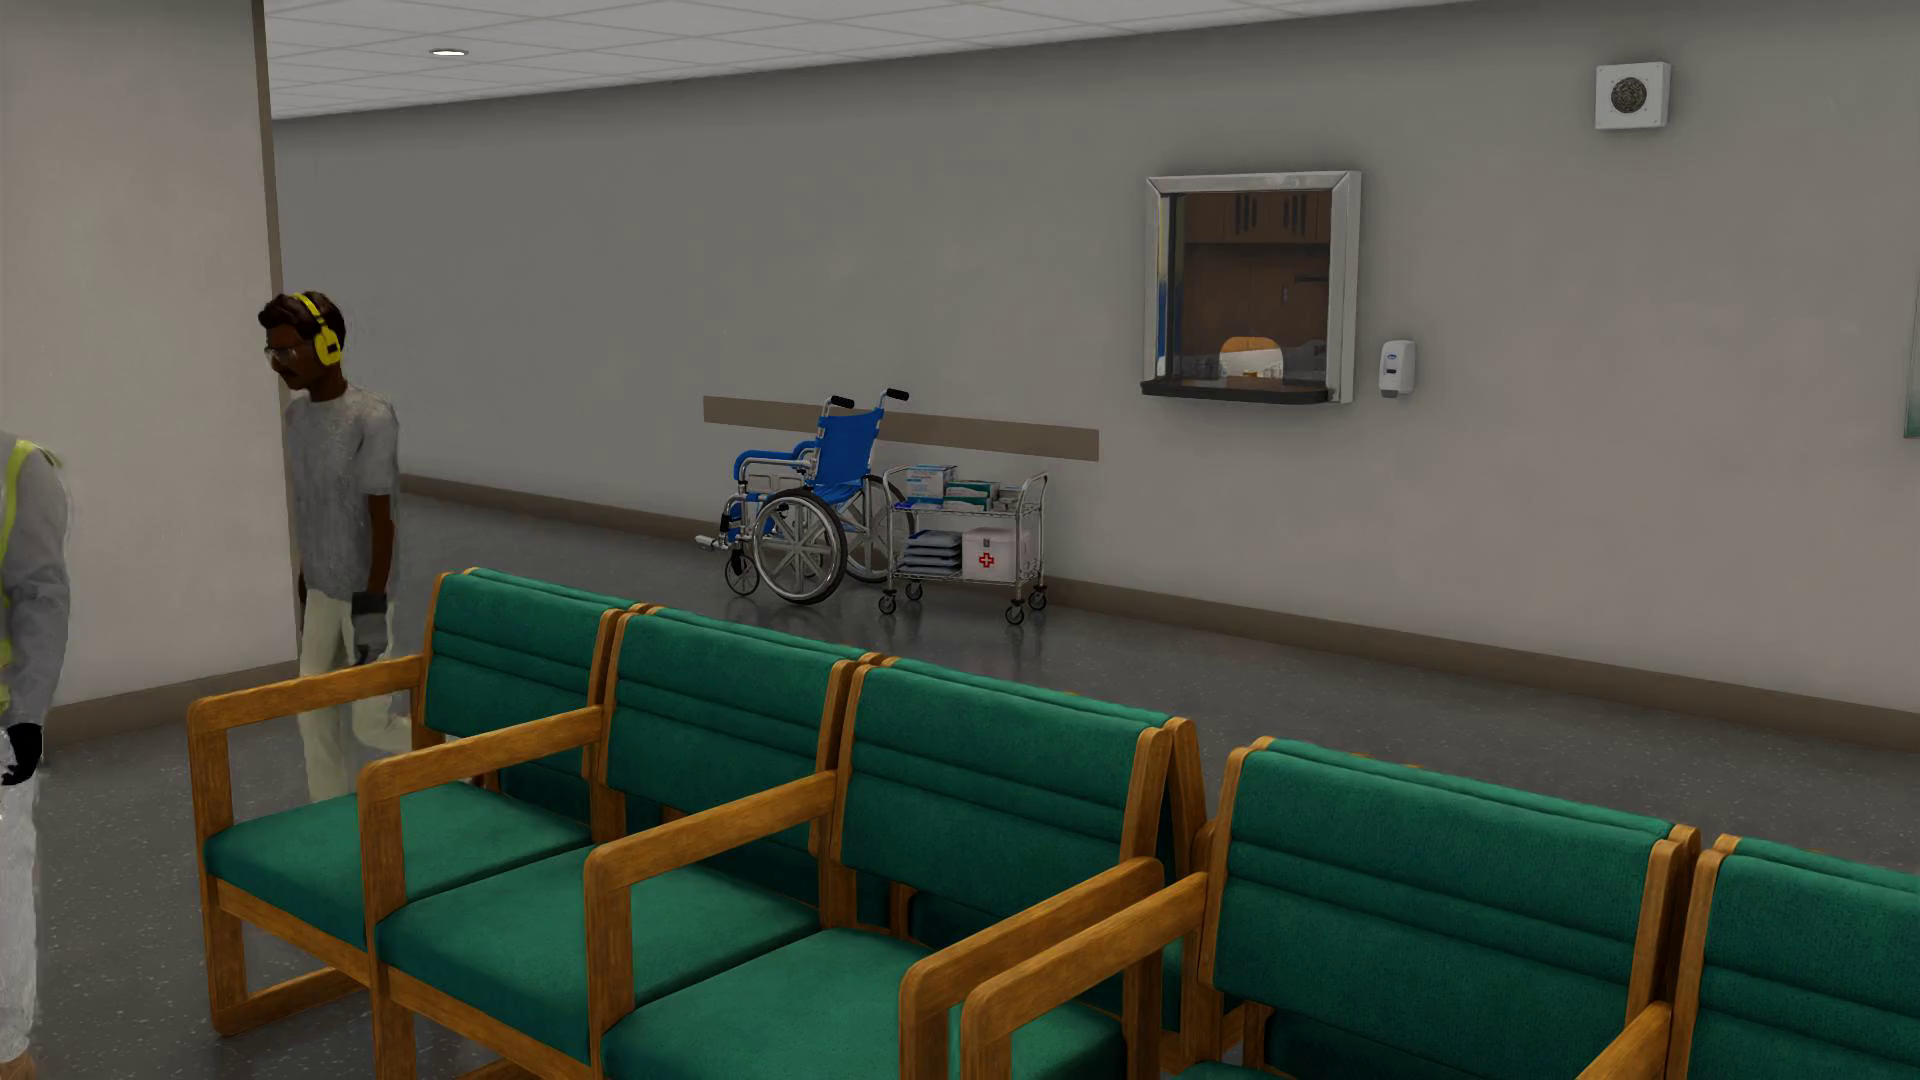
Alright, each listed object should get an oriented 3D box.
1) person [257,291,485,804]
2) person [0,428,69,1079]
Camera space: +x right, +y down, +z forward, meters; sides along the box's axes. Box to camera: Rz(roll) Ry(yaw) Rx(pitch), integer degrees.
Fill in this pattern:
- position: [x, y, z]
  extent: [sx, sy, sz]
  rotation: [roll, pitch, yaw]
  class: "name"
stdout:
- position: [-1.808, 0.157, 5.109]
  extent: [0.534, 1.839, 0.698]
  rotation: [6, 12, 30]
  class: "person"
- position: [-2.309, 0.413, 3.687]
  extent: [0.638, 1.828, 0.523]
  rotation: [-4, 11, -20]
  class: "person"
